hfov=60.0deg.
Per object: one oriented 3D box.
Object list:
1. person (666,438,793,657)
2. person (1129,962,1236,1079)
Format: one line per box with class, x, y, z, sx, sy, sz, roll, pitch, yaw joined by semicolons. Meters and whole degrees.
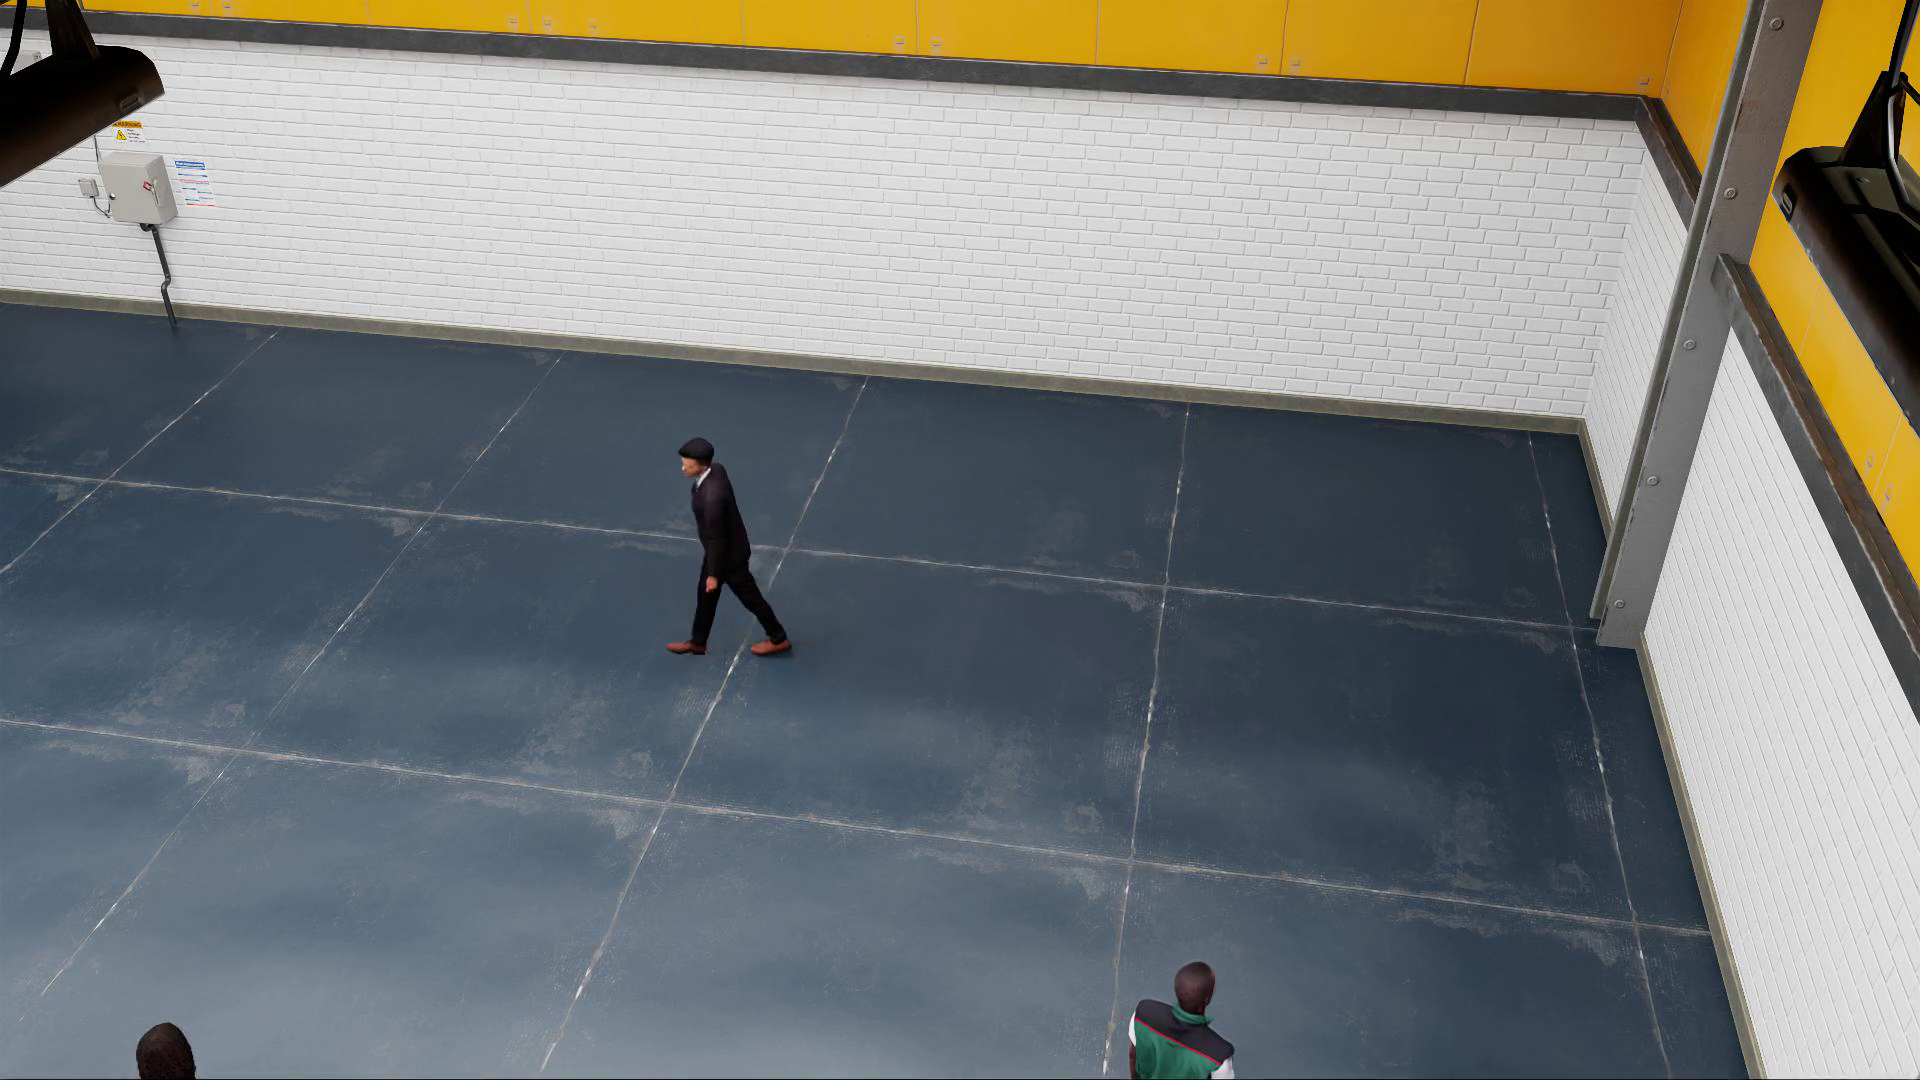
person;-1.515;0.075;11.553;1.060;1.831;1.180;-3;34;-5
person;1.012;2.639;7.686;0.778;1.840;0.772;22;40;30
